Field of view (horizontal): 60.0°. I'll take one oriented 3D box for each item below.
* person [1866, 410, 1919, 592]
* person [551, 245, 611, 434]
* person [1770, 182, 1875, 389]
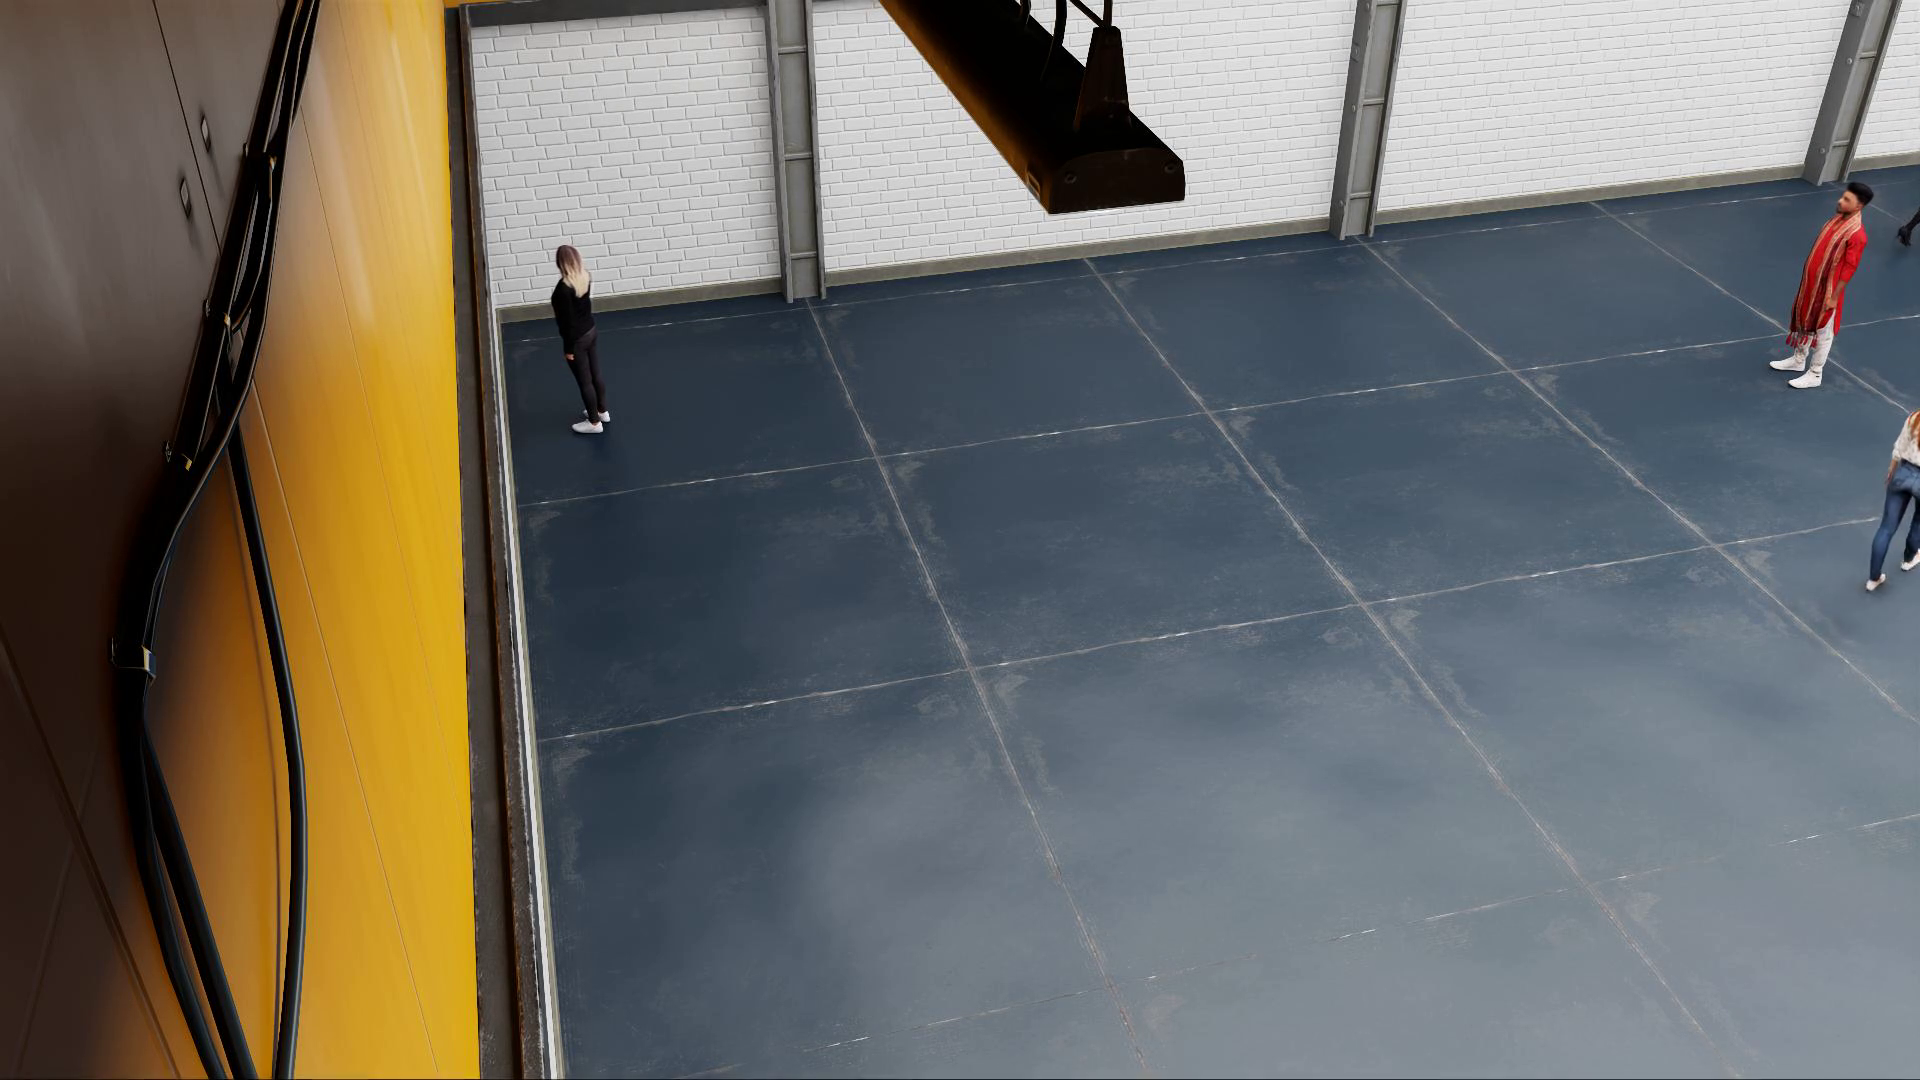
[{"bbox_3d":[6.869,-0.365,12.004,0.881,1.708,1.034,29,43,36],"label":"person"},{"bbox_3d":[-3.195,-1.692,14.021,0.694,1.685,0.696,8,34,11],"label":"person"},{"bbox_3d":[7.699,-2.278,14.724,0.671,1.884,0.730,-1,34,-2],"label":"person"}]
